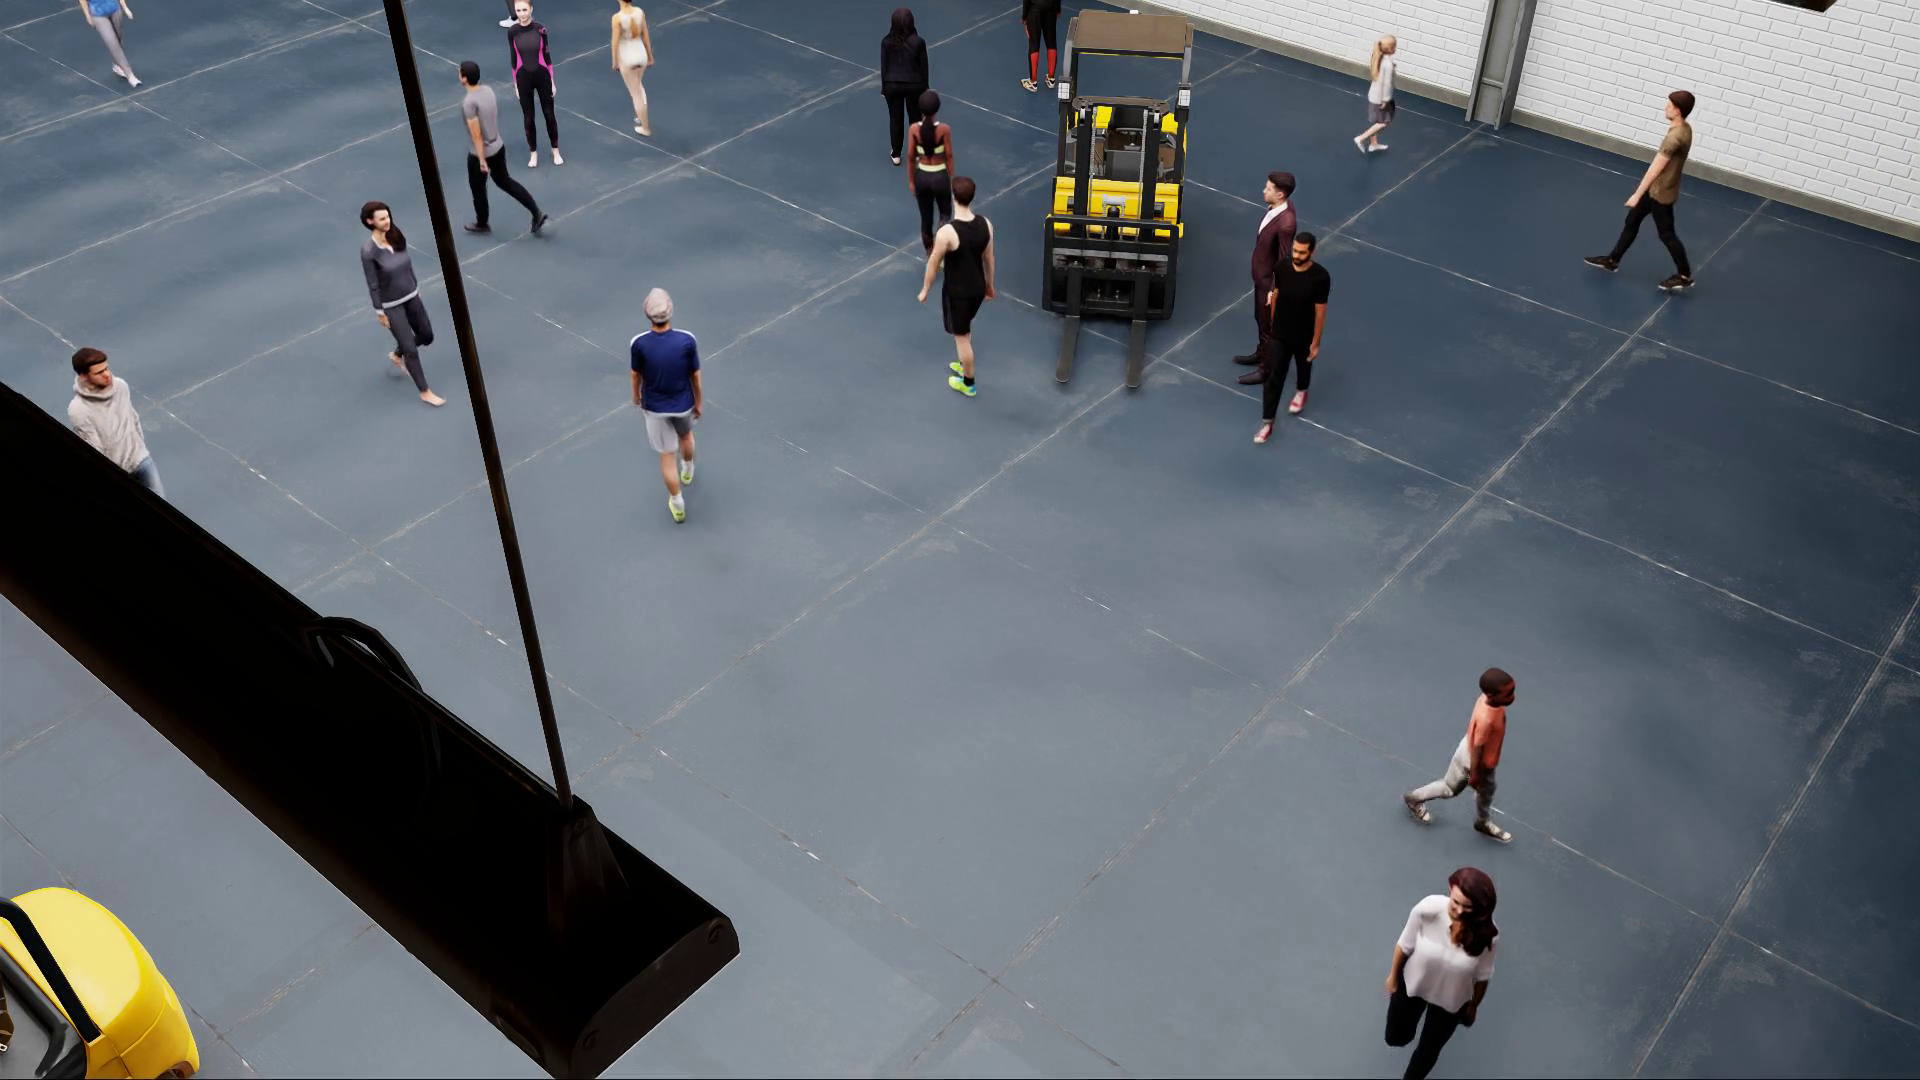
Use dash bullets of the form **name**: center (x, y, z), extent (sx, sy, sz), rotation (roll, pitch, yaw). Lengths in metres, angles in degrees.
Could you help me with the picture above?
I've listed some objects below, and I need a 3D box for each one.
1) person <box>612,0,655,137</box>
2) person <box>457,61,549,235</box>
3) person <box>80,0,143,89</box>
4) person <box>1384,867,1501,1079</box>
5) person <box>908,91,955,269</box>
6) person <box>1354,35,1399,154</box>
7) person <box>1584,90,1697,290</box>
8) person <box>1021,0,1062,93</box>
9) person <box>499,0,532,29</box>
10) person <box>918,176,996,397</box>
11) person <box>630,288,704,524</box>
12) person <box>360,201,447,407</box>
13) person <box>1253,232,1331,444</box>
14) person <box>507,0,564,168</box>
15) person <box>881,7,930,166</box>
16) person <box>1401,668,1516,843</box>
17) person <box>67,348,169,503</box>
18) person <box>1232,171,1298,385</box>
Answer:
- **person**: center (-3.366, -4.994, 17.389), extent (0.591, 1.632, 0.586), rotation (30, 47, 32)
- **person**: center (-4.364, -3.637, 15.614), extent (1.184, 1.727, 0.922), rotation (11, 40, 14)
- **person**: center (-9.537, -5.864, 18.528), extent (1.014, 1.570, 0.585), rotation (29, 47, 31)
- **person**: center (2.366, 2.186, 8.278), extent (0.838, 1.783, 0.828), rotation (13, 41, 16)
- **person**: center (-0.259, -3.176, 15.021), extent (0.768, 1.747, 0.813), rotation (5, 39, 6)
- **person**: center (4.299, -4.589, 17.175), extent (0.749, 1.267, 0.702), rotation (-7, 39, -8)
- **person**: center (6.359, -3.064, 14.828), extent (1.303, 1.814, 0.914), rotation (15, 41, 18)
- **person**: center (0.904, -5.870, 18.345), extent (0.706, 1.808, 0.693), rotation (-14, 41, -17)
- **person**: center (-5.398, -6.961, 19.750), extent (0.667, 1.761, 0.704), rotation (16, 41, 19)
- **person**: center (0.081, -1.989, 13.435), extent (0.766, 1.871, 0.742), rotation (-29, 47, -31)
- **person**: center (-2.113, -0.938, 12.174), extent (0.940, 1.804, 1.074), rotation (-13, 40, -16)
- **person**: center (-4.590, -1.936, 13.463), extent (0.979, 1.754, 0.760), rotation (17, 42, 20)
- **person**: center (2.693, -1.664, 13.150), extent (1.130, 1.719, 0.859), rotation (19, 42, 22)
- **person**: center (-4.320, -4.661, 16.877), extent (0.671, 1.752, 0.719), rotation (-8, 39, -10)
- **person**: center (-0.566, -4.610, 16.922), extent (0.761, 1.615, 0.831), rotation (0, 39, -1)
- **person**: center (2.992, 1.244, 9.843), extent (0.932, 1.303, 0.599), rotation (21, 43, 24)
- **person**: center (-5.949, -0.533, 11.652), extent (1.257, 1.823, 0.904), rotation (14, 41, 17)
- **person**: center (2.555, -2.161, 13.656), extent (0.811, 1.864, 0.778), rotation (1, 39, 1)
